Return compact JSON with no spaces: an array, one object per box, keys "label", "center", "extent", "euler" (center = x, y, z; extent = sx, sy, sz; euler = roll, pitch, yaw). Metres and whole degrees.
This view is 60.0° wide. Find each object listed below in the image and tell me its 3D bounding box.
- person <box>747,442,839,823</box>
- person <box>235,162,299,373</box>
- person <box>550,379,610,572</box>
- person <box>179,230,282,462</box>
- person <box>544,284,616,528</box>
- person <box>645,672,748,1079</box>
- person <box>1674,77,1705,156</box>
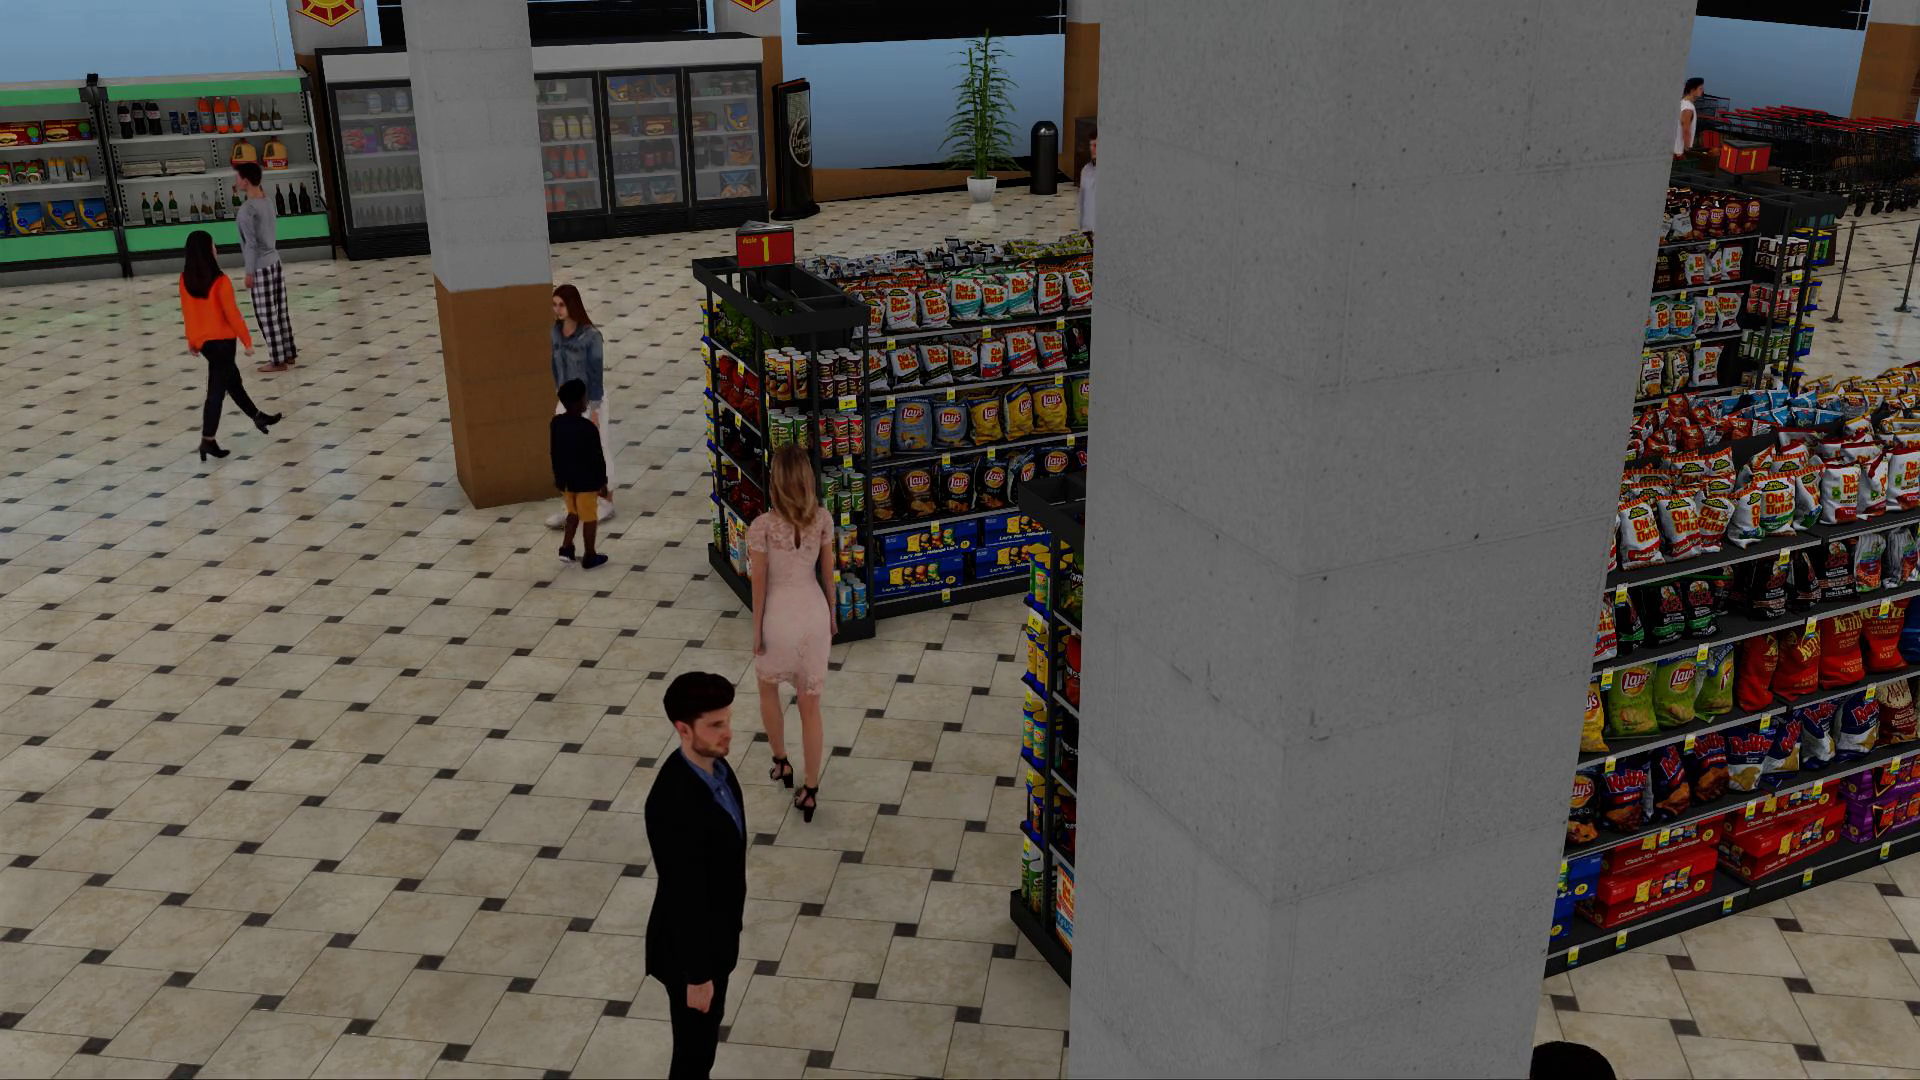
[{"label":"person","center":[-0.740,0.466,7.637],"extent":[0.679,1.811,0.677],"euler":[-8,23,-19]},{"label":"person","center":[-6.191,-2.432,14.798],"extent":[0.695,1.847,0.702],"euler":[1,22,3]},{"label":"person","center":[-2.450,-0.388,10.495],"extent":[0.660,1.262,0.717],"euler":[9,24,21]},{"label":"person","center":[-5.636,-1.413,12.450],"extent":[1.036,1.708,1.155],"euler":[10,24,24]},{"label":"person","center":[-2.499,-0.932,11.289],"extent":[0.853,1.681,0.923],"euler":[10,24,24]},{"label":"person","center":[-0.861,1.292,5.478],"extent":[0.769,1.887,0.779],"euler":[0,22,1]},{"label":"person","center":[9.163,-5.033,21.375],"extent":[0.854,1.770,0.801],"euler":[6,23,15]}]
